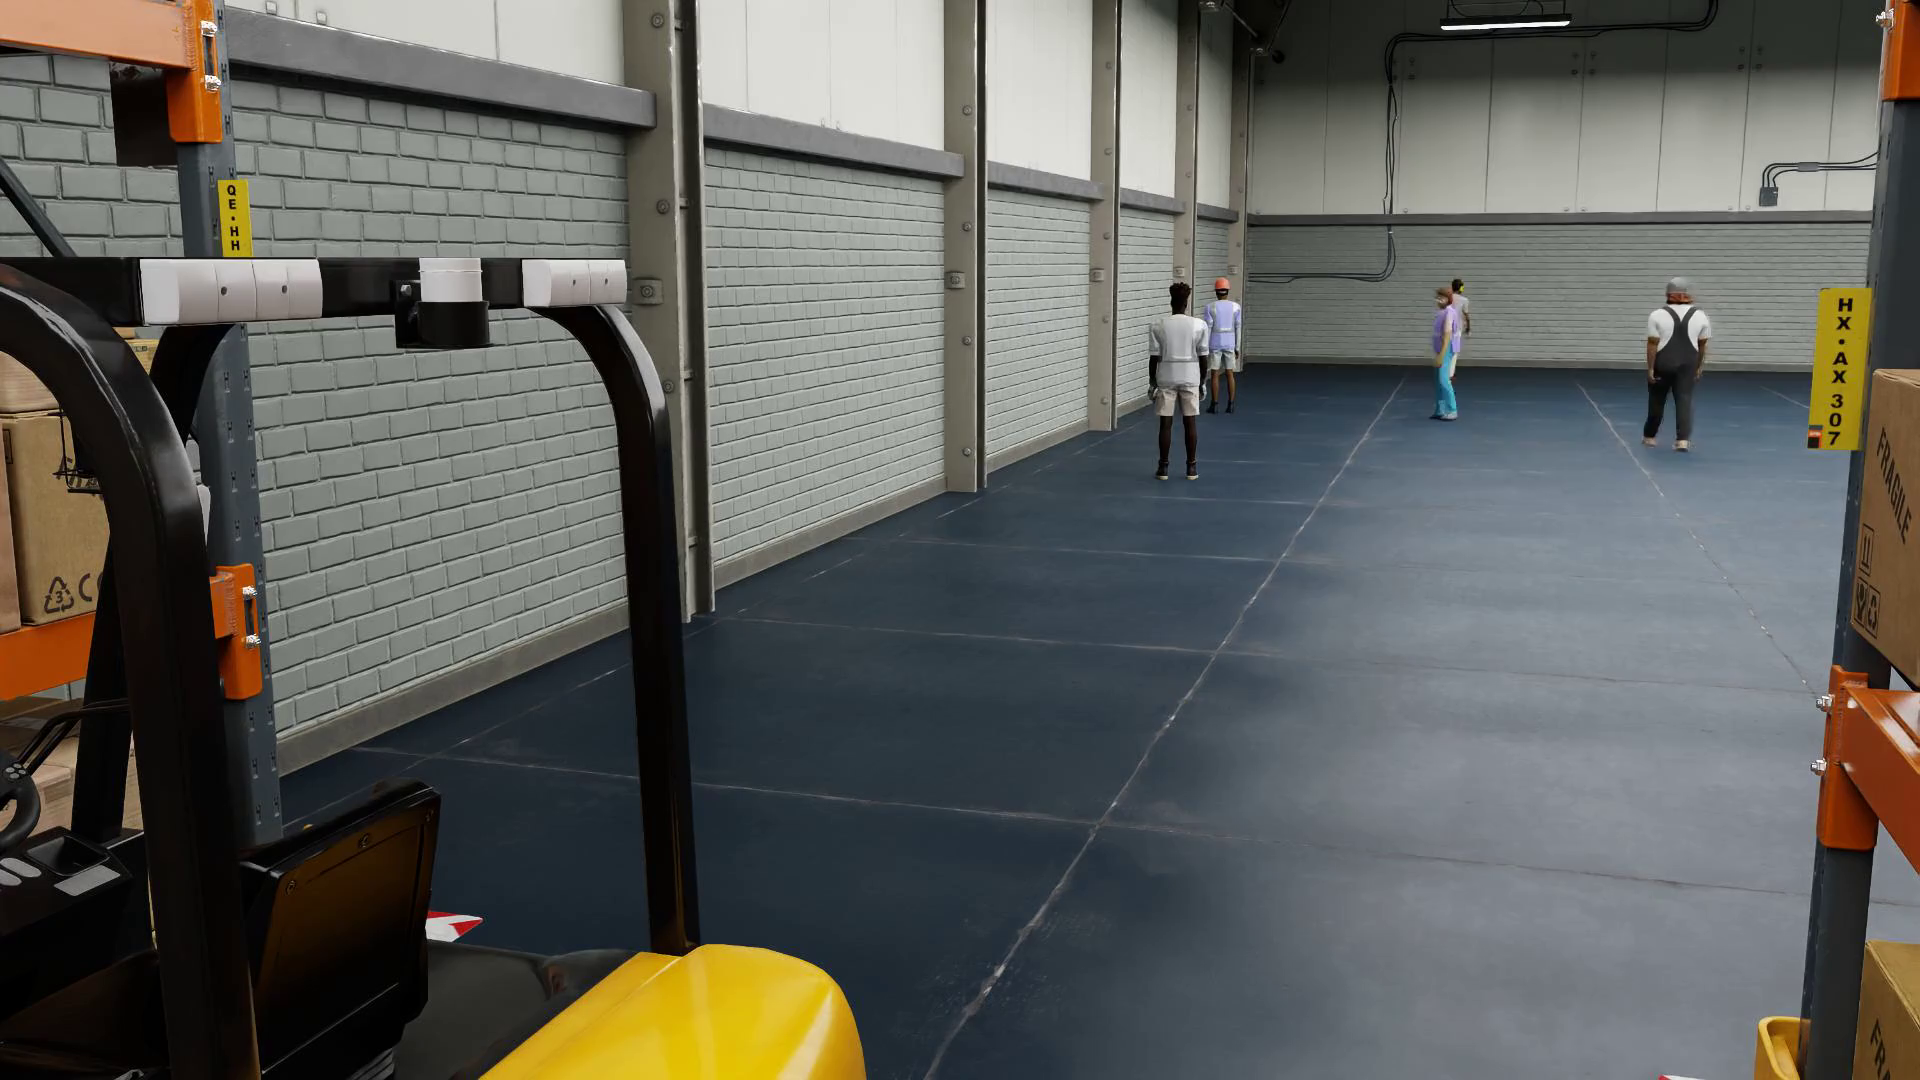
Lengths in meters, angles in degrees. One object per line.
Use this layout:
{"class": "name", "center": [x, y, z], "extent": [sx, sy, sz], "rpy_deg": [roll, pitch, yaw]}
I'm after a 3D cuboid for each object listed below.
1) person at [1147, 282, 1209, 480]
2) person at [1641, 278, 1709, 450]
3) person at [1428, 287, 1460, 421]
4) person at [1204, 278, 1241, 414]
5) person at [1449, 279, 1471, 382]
{"class": "person", "center": [2.164, -1.574, 16.536], "extent": [0.608, 1.965, 0.365], "rpy_deg": [0, 10, 2]}
{"class": "person", "center": [8.273, -2.072, 19.277], "extent": [0.690, 2.000, 1.043], "rpy_deg": [1, 10, 6]}
{"class": "person", "center": [6.609, -2.521, 22.643], "extent": [0.382, 1.813, 0.683], "rpy_deg": [2, 10, 10]}
{"class": "person", "center": [3.722, -2.766, 23.726], "extent": [0.550, 1.933, 0.374], "rpy_deg": [-1, 10, -9]}
{"class": "person", "center": [8.959, -3.784, 30.036], "extent": [0.577, 1.849, 0.609], "rpy_deg": [7, 12, 37]}
